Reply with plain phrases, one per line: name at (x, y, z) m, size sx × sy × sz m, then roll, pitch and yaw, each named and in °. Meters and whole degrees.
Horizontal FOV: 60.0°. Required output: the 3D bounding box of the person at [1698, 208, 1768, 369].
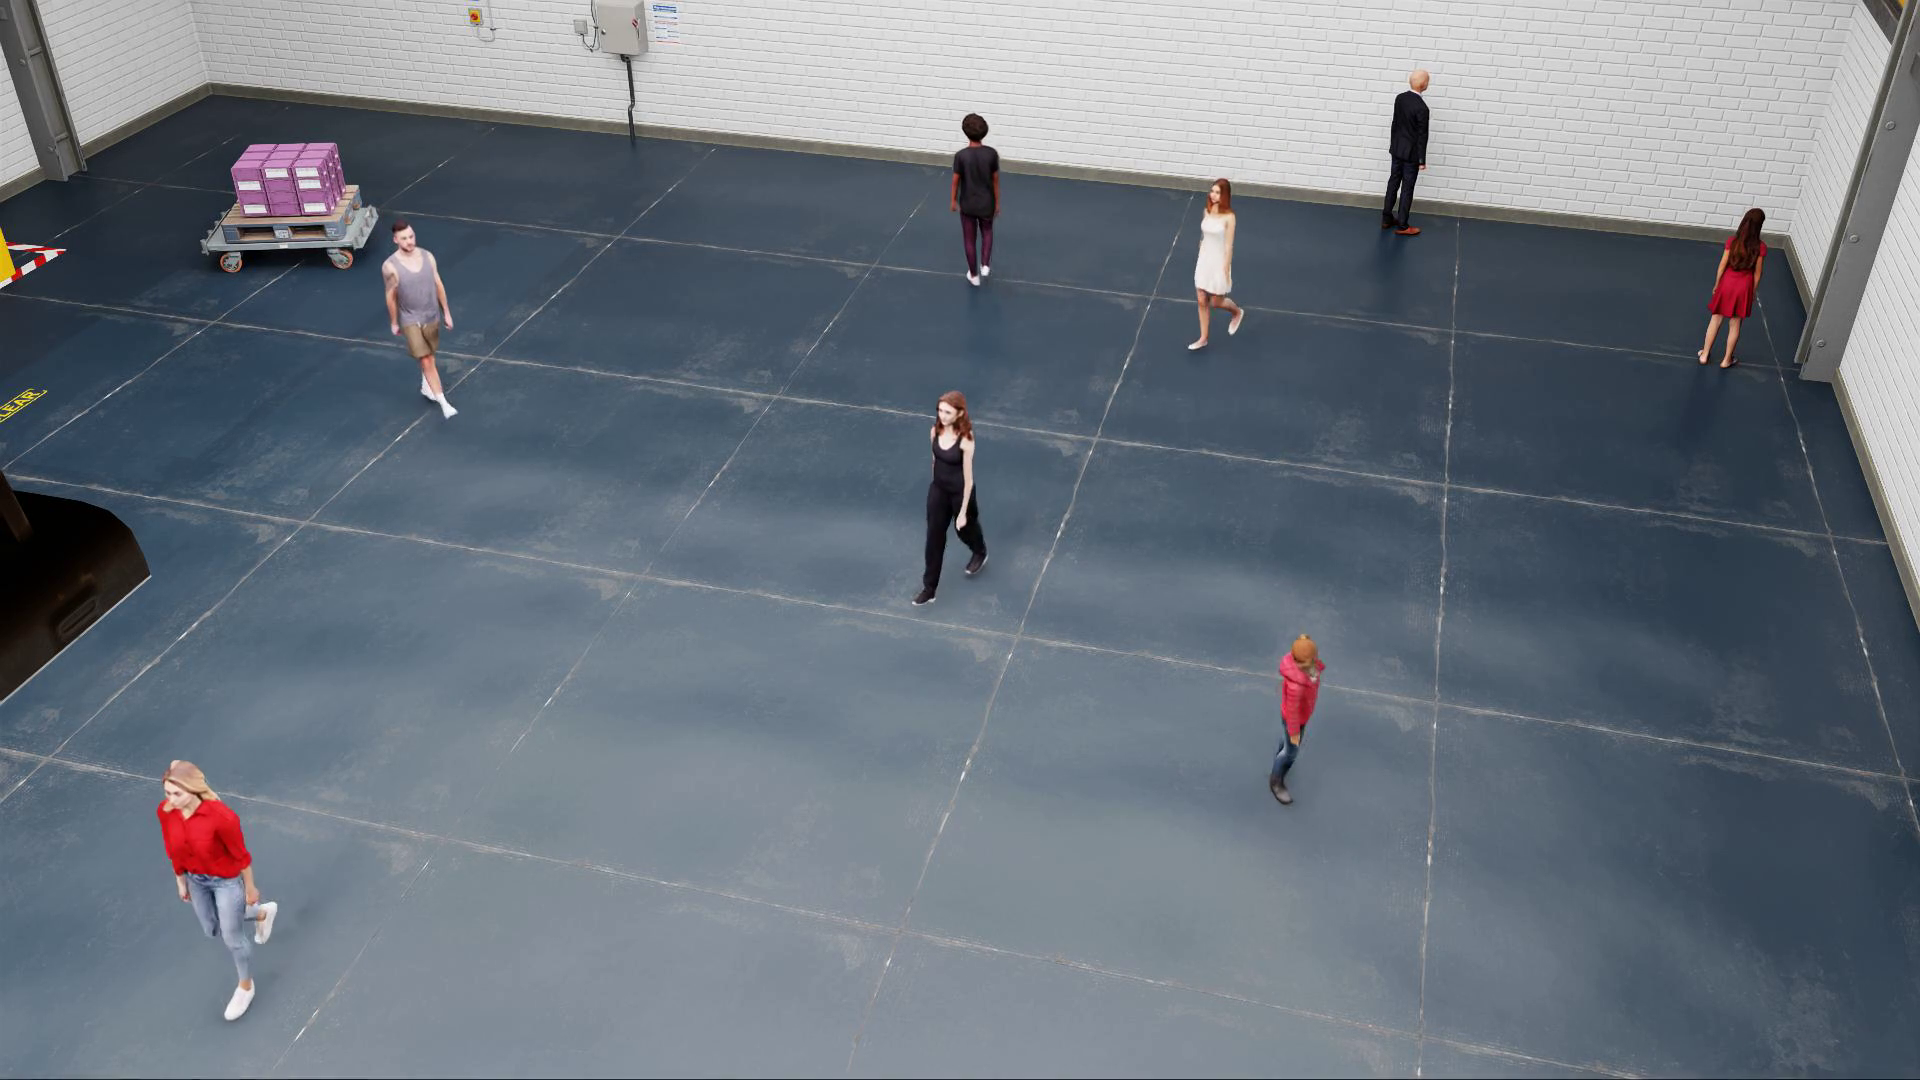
person at (7.199, -2.345, 15.439) m, size 0.606 × 1.554 × 0.668 m, roll 18°, pitch 38°, yaw 25°

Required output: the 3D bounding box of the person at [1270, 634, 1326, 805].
person at (2.113, 1.078, 10.522) m, size 0.769 × 1.295 × 0.474 m, roll 8°, pitch 34°, yaw 11°

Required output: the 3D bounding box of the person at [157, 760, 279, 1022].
person at (-4.013, 1.809, 9.062) m, size 0.655 × 1.695 × 0.881 m, roll 6°, pitch 34°, yaw 9°

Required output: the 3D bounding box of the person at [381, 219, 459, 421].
person at (-4.785, -1.993, 14.659) m, size 1.142 × 1.806 × 1.118 m, roll -25°, pitch 41°, yaw -33°

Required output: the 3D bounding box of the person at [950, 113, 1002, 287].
person at (0.186, -3.408, 16.844) m, size 0.775 × 1.768 × 0.797 m, roll -7°, pitch 34°, yaw -11°

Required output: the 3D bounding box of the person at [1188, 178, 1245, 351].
person at (2.462, -2.625, 15.730) m, size 0.948 × 1.697 × 0.845 m, roll -23°, pitch 40°, yaw -30°

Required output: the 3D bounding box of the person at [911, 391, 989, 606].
person at (0.022, -0.370, 12.341) m, size 0.824 × 1.694 × 1.209 m, roll 20°, pitch 38°, yaw 27°

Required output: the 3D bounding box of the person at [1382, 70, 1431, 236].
person at (4.845, -4.207, 18.017) m, size 0.824 × 1.800 × 0.754 m, roll -16°, pitch 37°, yaw -23°
